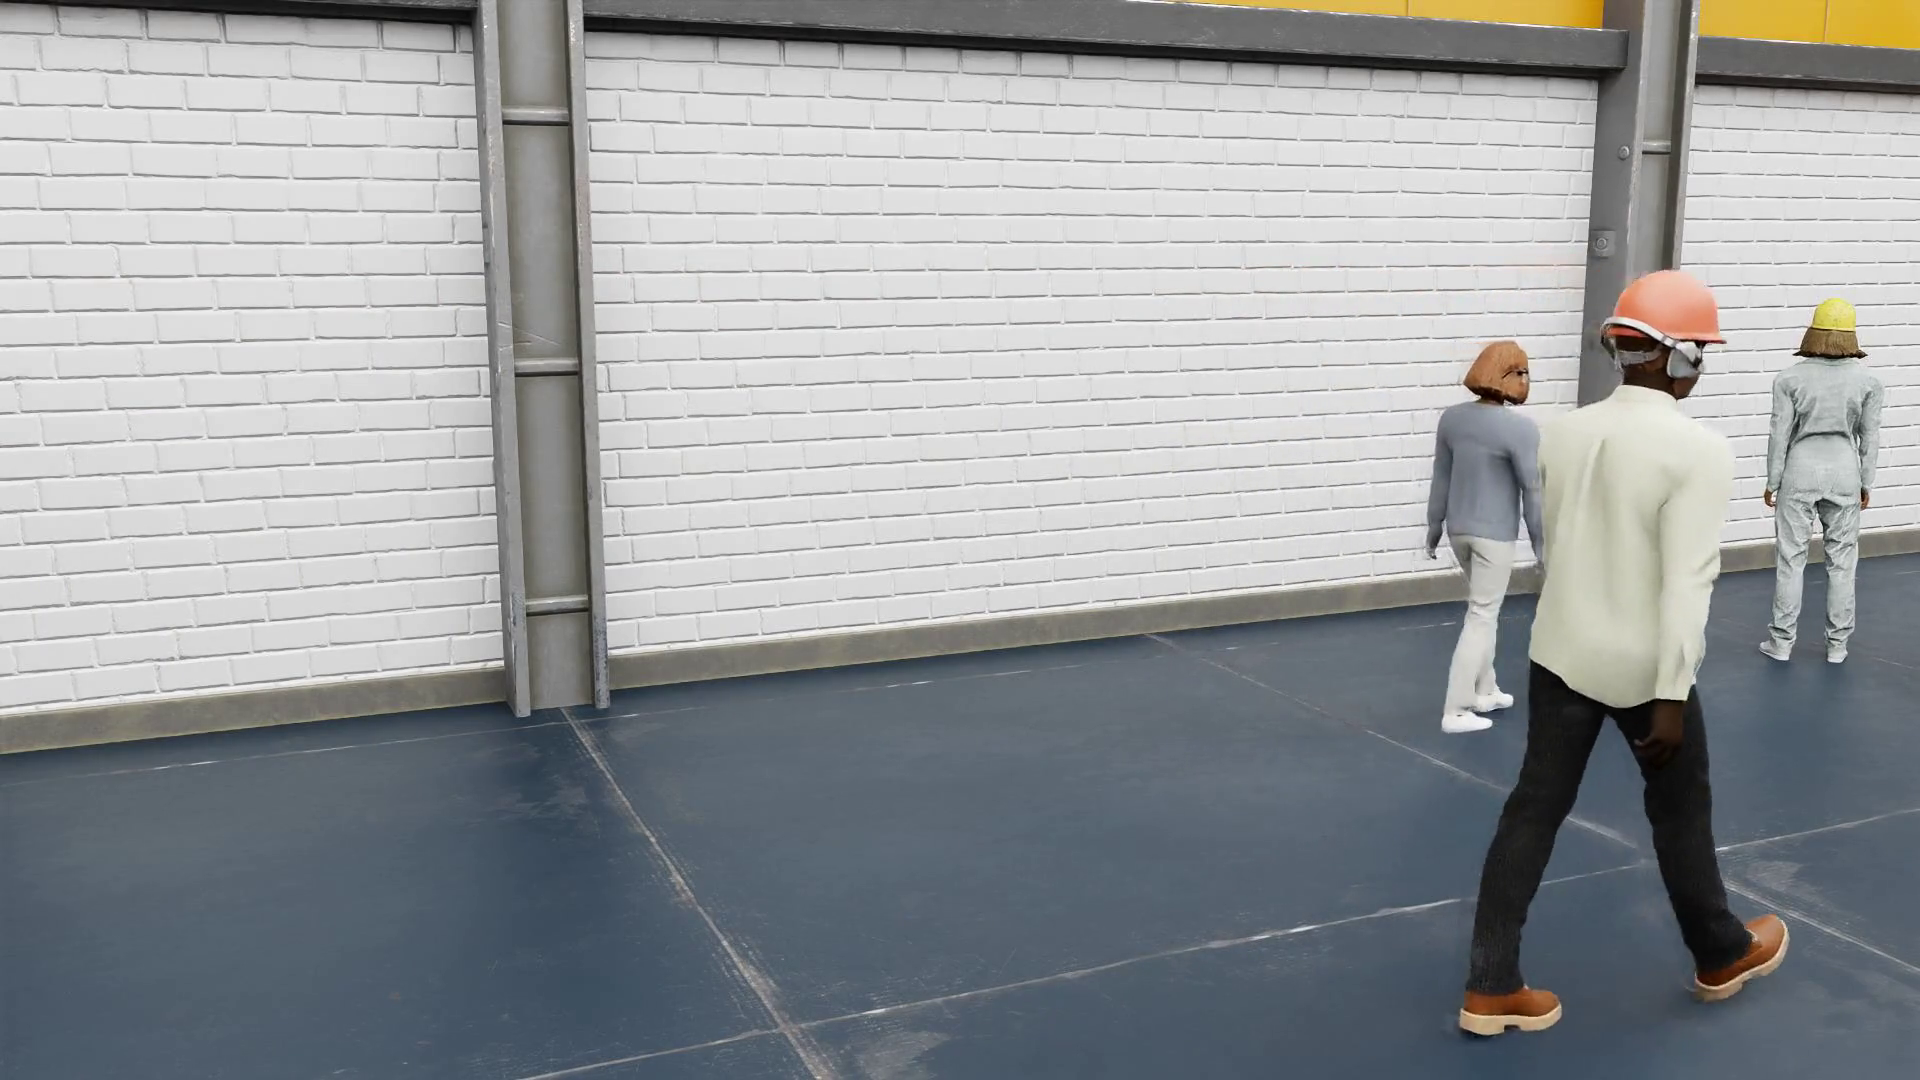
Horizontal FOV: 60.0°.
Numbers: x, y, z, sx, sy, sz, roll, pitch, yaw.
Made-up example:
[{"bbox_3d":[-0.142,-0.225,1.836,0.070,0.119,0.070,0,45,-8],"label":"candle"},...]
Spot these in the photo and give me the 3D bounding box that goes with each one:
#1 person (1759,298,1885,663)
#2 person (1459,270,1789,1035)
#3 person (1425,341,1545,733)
[{"bbox_3d":[4.110,-0.279,7.963,0.490,1.744,0.295,3,11,15],"label":"person"},{"bbox_3d":[1.712,0.300,4.245,1.035,1.936,0.621,-5,11,-26],"label":"person"},{"bbox_3d":[2.234,-0.014,6.874,0.668,1.606,0.529,-6,12,-29],"label":"person"}]
